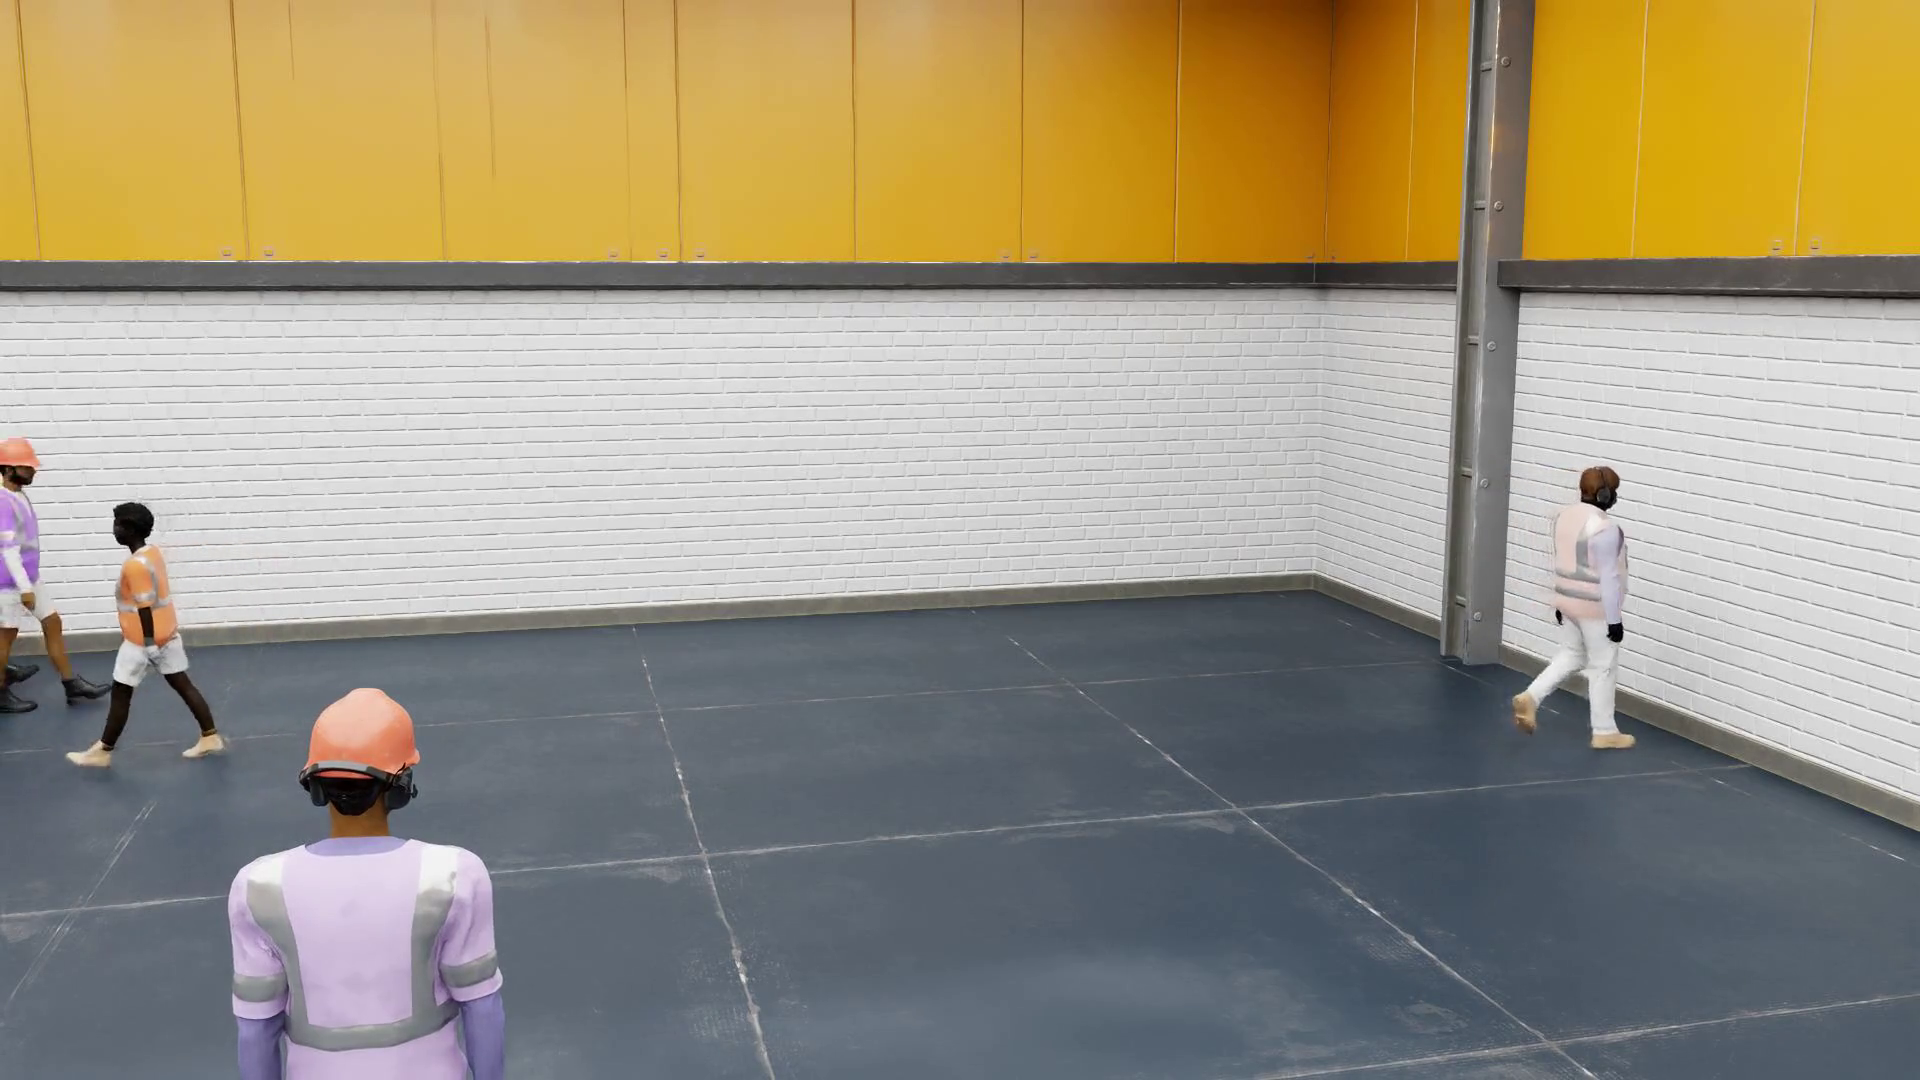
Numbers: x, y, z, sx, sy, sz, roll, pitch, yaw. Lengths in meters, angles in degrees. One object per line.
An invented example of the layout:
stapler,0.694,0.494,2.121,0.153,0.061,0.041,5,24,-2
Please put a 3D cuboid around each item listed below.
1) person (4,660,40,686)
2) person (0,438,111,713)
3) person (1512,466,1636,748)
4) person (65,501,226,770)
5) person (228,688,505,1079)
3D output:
person,-7.214,0.154,12.094,0.950,1.891,0.568,-1,9,-9
person,-6.333,0.257,11.436,0.872,1.903,0.579,-2,9,-12
person,3.968,0.433,10.590,0.717,1.824,0.646,-1,9,-8
person,-5.012,0.580,10.216,0.887,1.649,0.537,-2,9,-9
person,-1.424,1.367,4.081,0.615,2.042,0.372,-2,9,-10
